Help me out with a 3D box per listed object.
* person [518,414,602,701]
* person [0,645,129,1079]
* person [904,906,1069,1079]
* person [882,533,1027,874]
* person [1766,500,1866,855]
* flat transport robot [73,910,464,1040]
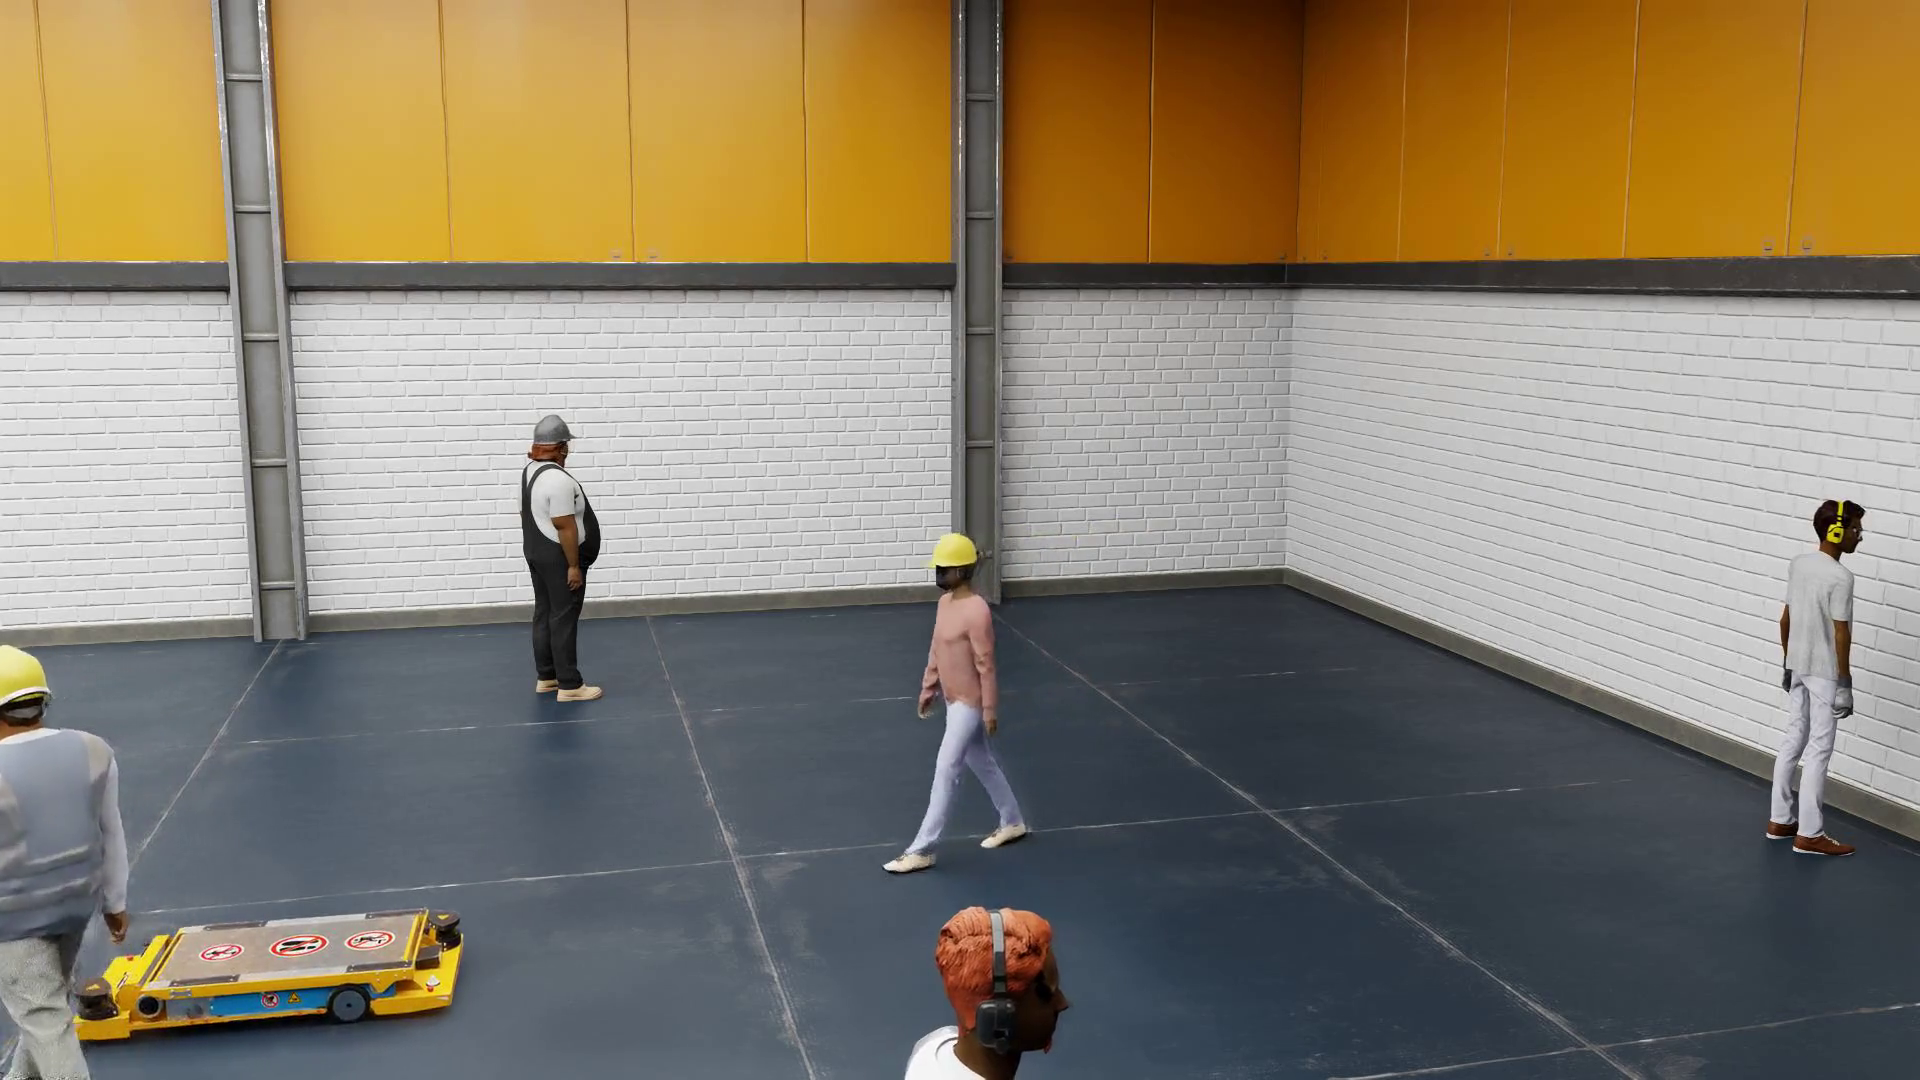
[{"bbox_3d":[-2.840,0.118,11.903,0.537,2.000,0.682,-7,11,-37],"label":"person"},{"bbox_3d":[-3.222,1.242,5.645,0.886,1.787,0.614,4,10,26],"label":"person"},{"bbox_3d":[0.040,1.600,3.148,0.354,1.881,0.576,-2,9,-12],"label":"person"},{"bbox_3d":[-0.003,0.814,8.558,0.879,1.720,0.531,-3,10,-21],"label":"person"},{"bbox_3d":[4.518,0.712,8.751,0.313,1.862,0.535,-1,9,-6],"label":"person"},{"bbox_3d":[-2.846,1.795,6.948,1.431,0.197,0.652,-2,9,-12],"label":"flat transport robot"}]
